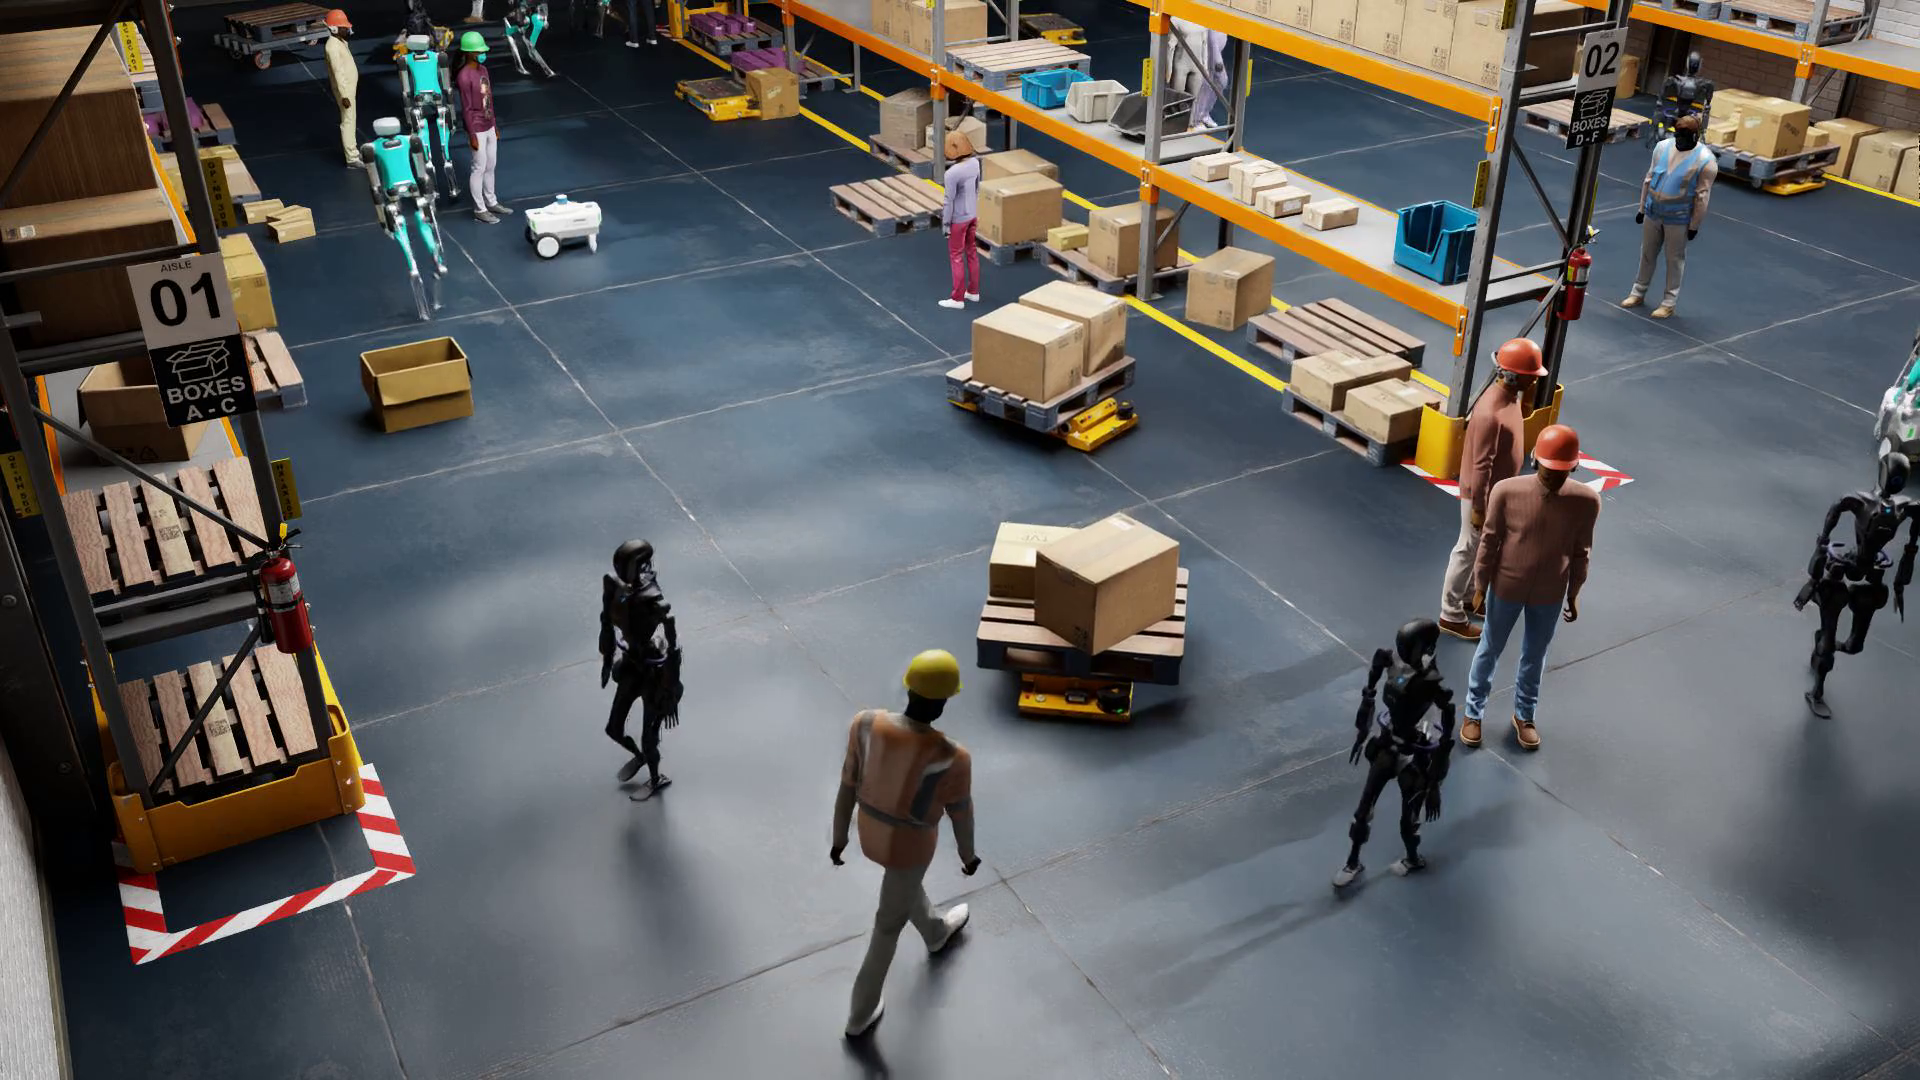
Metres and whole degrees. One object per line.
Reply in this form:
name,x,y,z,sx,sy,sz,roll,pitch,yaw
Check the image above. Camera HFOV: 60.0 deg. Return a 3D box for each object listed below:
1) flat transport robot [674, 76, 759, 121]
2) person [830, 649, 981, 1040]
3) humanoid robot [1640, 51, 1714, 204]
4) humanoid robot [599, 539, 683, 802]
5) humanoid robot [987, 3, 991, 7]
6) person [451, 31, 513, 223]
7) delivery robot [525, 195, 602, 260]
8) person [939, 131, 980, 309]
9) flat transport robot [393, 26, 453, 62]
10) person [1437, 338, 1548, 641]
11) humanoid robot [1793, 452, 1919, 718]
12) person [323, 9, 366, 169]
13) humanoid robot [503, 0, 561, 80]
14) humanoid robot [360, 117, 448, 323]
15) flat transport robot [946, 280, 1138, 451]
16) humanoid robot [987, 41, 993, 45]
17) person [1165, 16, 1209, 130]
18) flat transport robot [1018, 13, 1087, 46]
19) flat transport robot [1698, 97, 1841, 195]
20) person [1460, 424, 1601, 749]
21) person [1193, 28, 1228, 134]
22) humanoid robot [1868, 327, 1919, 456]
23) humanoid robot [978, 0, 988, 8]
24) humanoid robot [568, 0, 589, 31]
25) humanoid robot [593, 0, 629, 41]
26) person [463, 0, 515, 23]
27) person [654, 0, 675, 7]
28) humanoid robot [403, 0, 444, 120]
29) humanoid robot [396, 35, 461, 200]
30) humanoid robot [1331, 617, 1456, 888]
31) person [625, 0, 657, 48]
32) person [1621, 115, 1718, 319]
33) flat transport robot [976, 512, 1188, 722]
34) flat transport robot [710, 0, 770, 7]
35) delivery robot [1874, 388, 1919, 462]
flat transport robot,-3.091,-5.638,21.225,0.659,0.231,1.431,-15,33,-25
person,-0.223,1.331,7.506,0.596,1.841,1.011,19,35,30
humanoid robot,7.563,-4.324,17.524,0.600,1.651,0.375,7,31,12
humanoid robot,-1.683,0.698,8.793,0.591,1.645,0.323,20,35,30
humanoid robot,0.146,-9.146,25.967,0.768,1.624,0.598,-5,30,-9
person,-4.941,-4.256,17.144,0.434,1.943,0.494,7,31,12
delivery robot,-3.960,-3.136,16.575,0.759,0.588,0.525,-12,32,-20
person,0.003,-2.903,15.098,0.288,1.629,0.498,19,35,30
flat transport robot,-7.667,-7.088,23.748,0.659,0.231,1.431,-4,30,-7
person,3.268,-0.316,10.242,0.402,1.986,0.610,15,33,24
humanoid robot,5.176,0.195,9.672,0.588,1.631,0.620,4,30,7
person,-6.920,-5.099,18.797,0.344,1.746,0.572,-7,31,-11
humanoid robot,-5.767,-6.936,22.016,1.005,1.743,0.537,22,37,33
humanoid robot,-4.881,-2.783,14.854,0.555,1.833,0.817,-16,33,-25
flat transport robot,0.650,-1.094,13.314,1.431,0.231,0.659,22,37,34
humanoid robot,0.158,-7.796,23.591,0.589,1.628,0.476,-24,38,-35
person,2.644,-5.523,19.394,0.580,1.895,0.355,-13,32,-21
flat transport robot,1.303,-7.525,24.510,0.659,0.231,1.431,-9,31,-15
flat transport robot,8.912,-4.191,18.706,0.659,0.231,1.431,-15,33,-25
person,3.150,0.264,9.220,0.610,1.995,0.377,3,30,5
person,3.019,-5.796,19.889,0.492,1.879,0.637,6,30,10
humanoid robot,7.183,-1.305,12.271,0.799,1.850,0.552,-17,34,-28
humanoid robot,0.130,-7.116,22.251,0.740,1.724,0.530,5,30,8
humanoid robot,-5.664,-8.374,24.590,0.592,1.640,0.620,-5,30,-8
humanoid robot,-5.192,-8.145,24.148,0.557,1.759,1.004,18,34,28
person,-7.138,-8.773,25.143,0.904,1.806,0.636,-8,31,-14
person,-4.677,-9.242,26.007,0.571,1.748,0.341,3,30,5
humanoid robot,-6.420,-5.824,20.145,0.611,1.644,0.479,20,36,31
humanoid robot,-5.547,-4.381,17.427,0.533,1.677,0.735,-7,31,-12
humanoid robot,2.188,1.052,8.196,0.488,1.648,0.589,-20,35,-31
person,-4.644,-7.992,23.752,0.504,1.841,0.339,-22,36,-33
person,6.351,-2.898,14.891,0.431,1.838,0.631,-18,35,-29
flat transport robot,0.777,0.628,10.317,0.659,0.231,1.431,5,30,8
flat transport robot,-3.262,-8.685,26.528,1.431,0.231,0.659,-8,31,-13
delivery robot,7.246,-0.840,12.604,0.499,0.614,0.808,6,30,10
